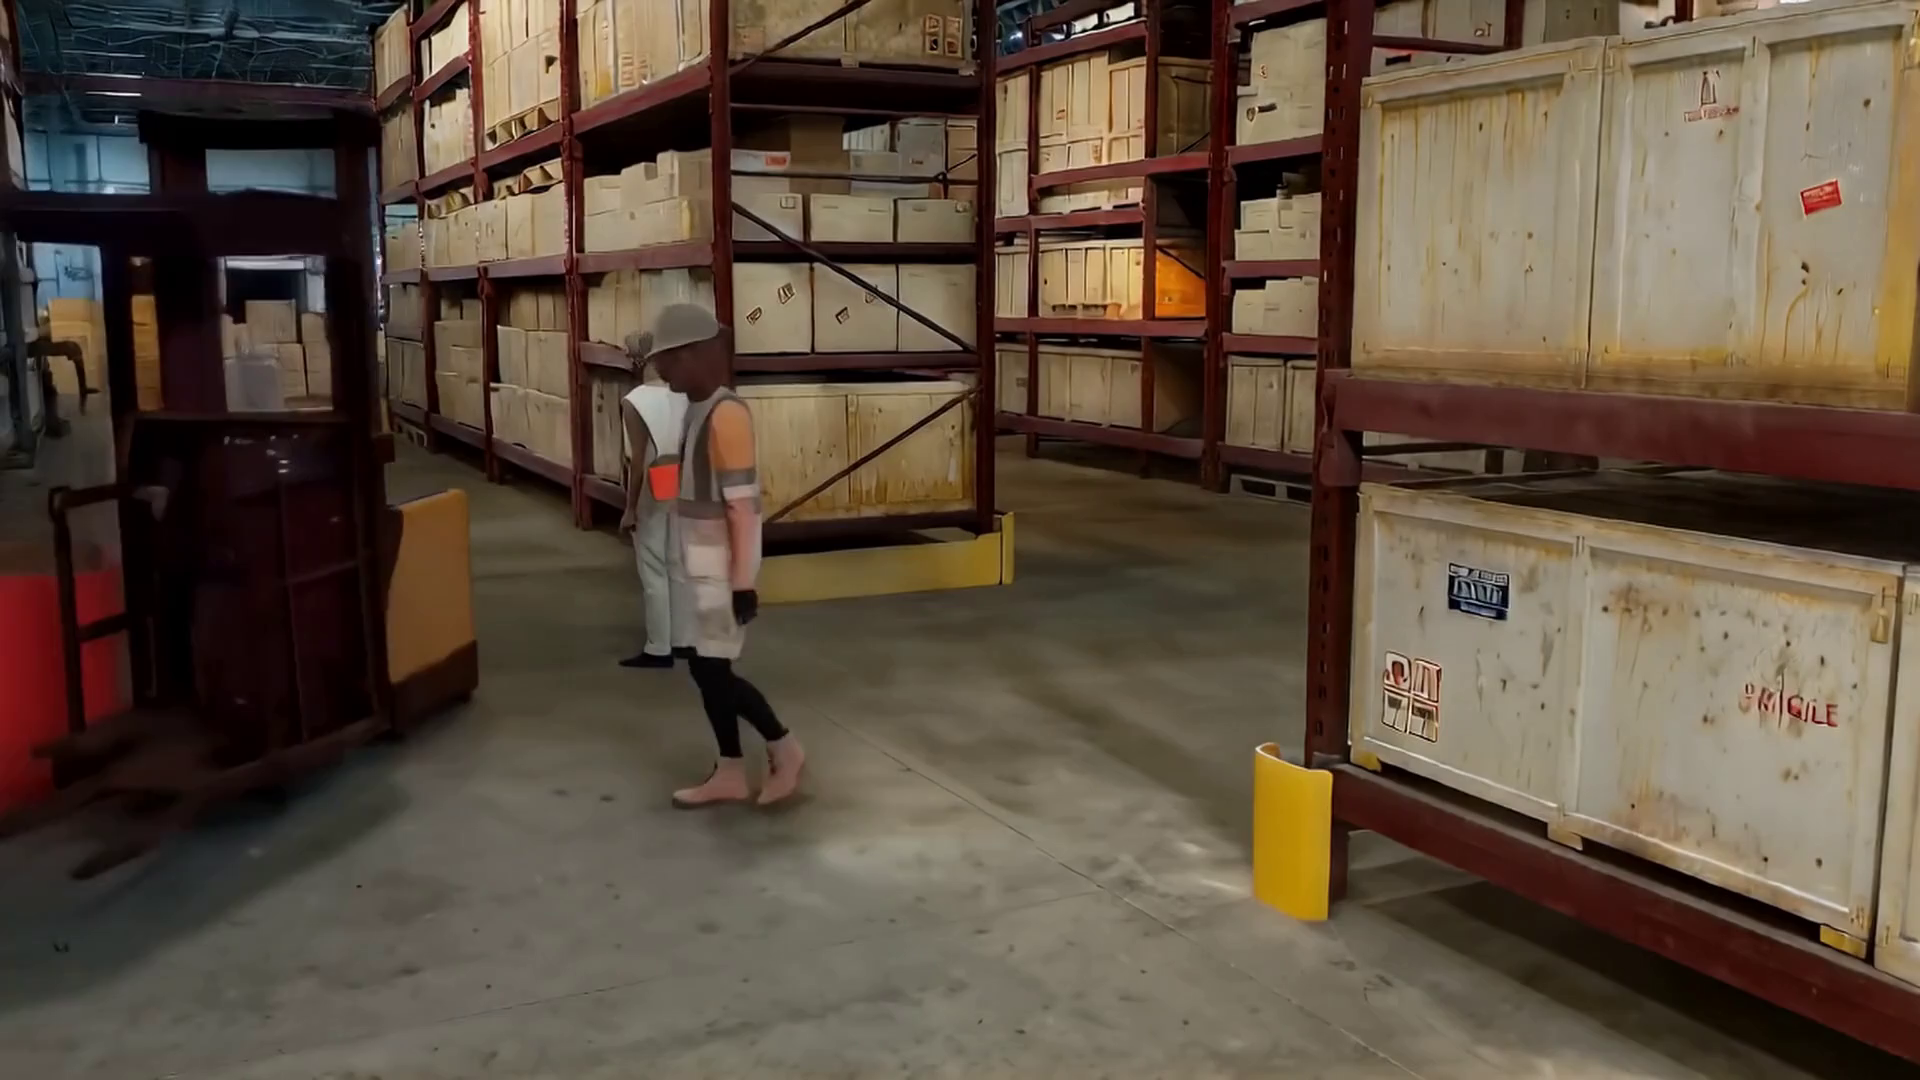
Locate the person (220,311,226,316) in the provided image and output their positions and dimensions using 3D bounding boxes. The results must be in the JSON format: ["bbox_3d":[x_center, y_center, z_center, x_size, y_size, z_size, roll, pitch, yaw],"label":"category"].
[{"bbox_3d":[-23.742,-6.562,53.644,0.531,1.620,0.506,0,8,3],"label":"person"}]

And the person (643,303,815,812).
[{"bbox_3d":[-0.900,0.091,6.454,0.594,2.008,0.645,-4,9,-23],"label":"person"}]

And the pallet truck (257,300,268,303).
[{"bbox_3d":[-23.913,-7.404,58.171,1.885,1.965,0.823,-1,8,-9],"label":"pallet truck"}]

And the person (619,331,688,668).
[{"bbox_3d":[-1.664,-0.217,9.133,0.372,1.843,0.570,3,9,18],"label":"person"}]

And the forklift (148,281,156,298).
[{"bbox_3d":[-24.807,-6.941,51.950,1.129,2.768,1.873,-3,9,-22],"label":"forklift"}]

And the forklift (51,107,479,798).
[{"bbox_3d":[-3.017,-0.476,7.372,1.129,2.768,1.873,1,8,5],"label":"forklift"}]
